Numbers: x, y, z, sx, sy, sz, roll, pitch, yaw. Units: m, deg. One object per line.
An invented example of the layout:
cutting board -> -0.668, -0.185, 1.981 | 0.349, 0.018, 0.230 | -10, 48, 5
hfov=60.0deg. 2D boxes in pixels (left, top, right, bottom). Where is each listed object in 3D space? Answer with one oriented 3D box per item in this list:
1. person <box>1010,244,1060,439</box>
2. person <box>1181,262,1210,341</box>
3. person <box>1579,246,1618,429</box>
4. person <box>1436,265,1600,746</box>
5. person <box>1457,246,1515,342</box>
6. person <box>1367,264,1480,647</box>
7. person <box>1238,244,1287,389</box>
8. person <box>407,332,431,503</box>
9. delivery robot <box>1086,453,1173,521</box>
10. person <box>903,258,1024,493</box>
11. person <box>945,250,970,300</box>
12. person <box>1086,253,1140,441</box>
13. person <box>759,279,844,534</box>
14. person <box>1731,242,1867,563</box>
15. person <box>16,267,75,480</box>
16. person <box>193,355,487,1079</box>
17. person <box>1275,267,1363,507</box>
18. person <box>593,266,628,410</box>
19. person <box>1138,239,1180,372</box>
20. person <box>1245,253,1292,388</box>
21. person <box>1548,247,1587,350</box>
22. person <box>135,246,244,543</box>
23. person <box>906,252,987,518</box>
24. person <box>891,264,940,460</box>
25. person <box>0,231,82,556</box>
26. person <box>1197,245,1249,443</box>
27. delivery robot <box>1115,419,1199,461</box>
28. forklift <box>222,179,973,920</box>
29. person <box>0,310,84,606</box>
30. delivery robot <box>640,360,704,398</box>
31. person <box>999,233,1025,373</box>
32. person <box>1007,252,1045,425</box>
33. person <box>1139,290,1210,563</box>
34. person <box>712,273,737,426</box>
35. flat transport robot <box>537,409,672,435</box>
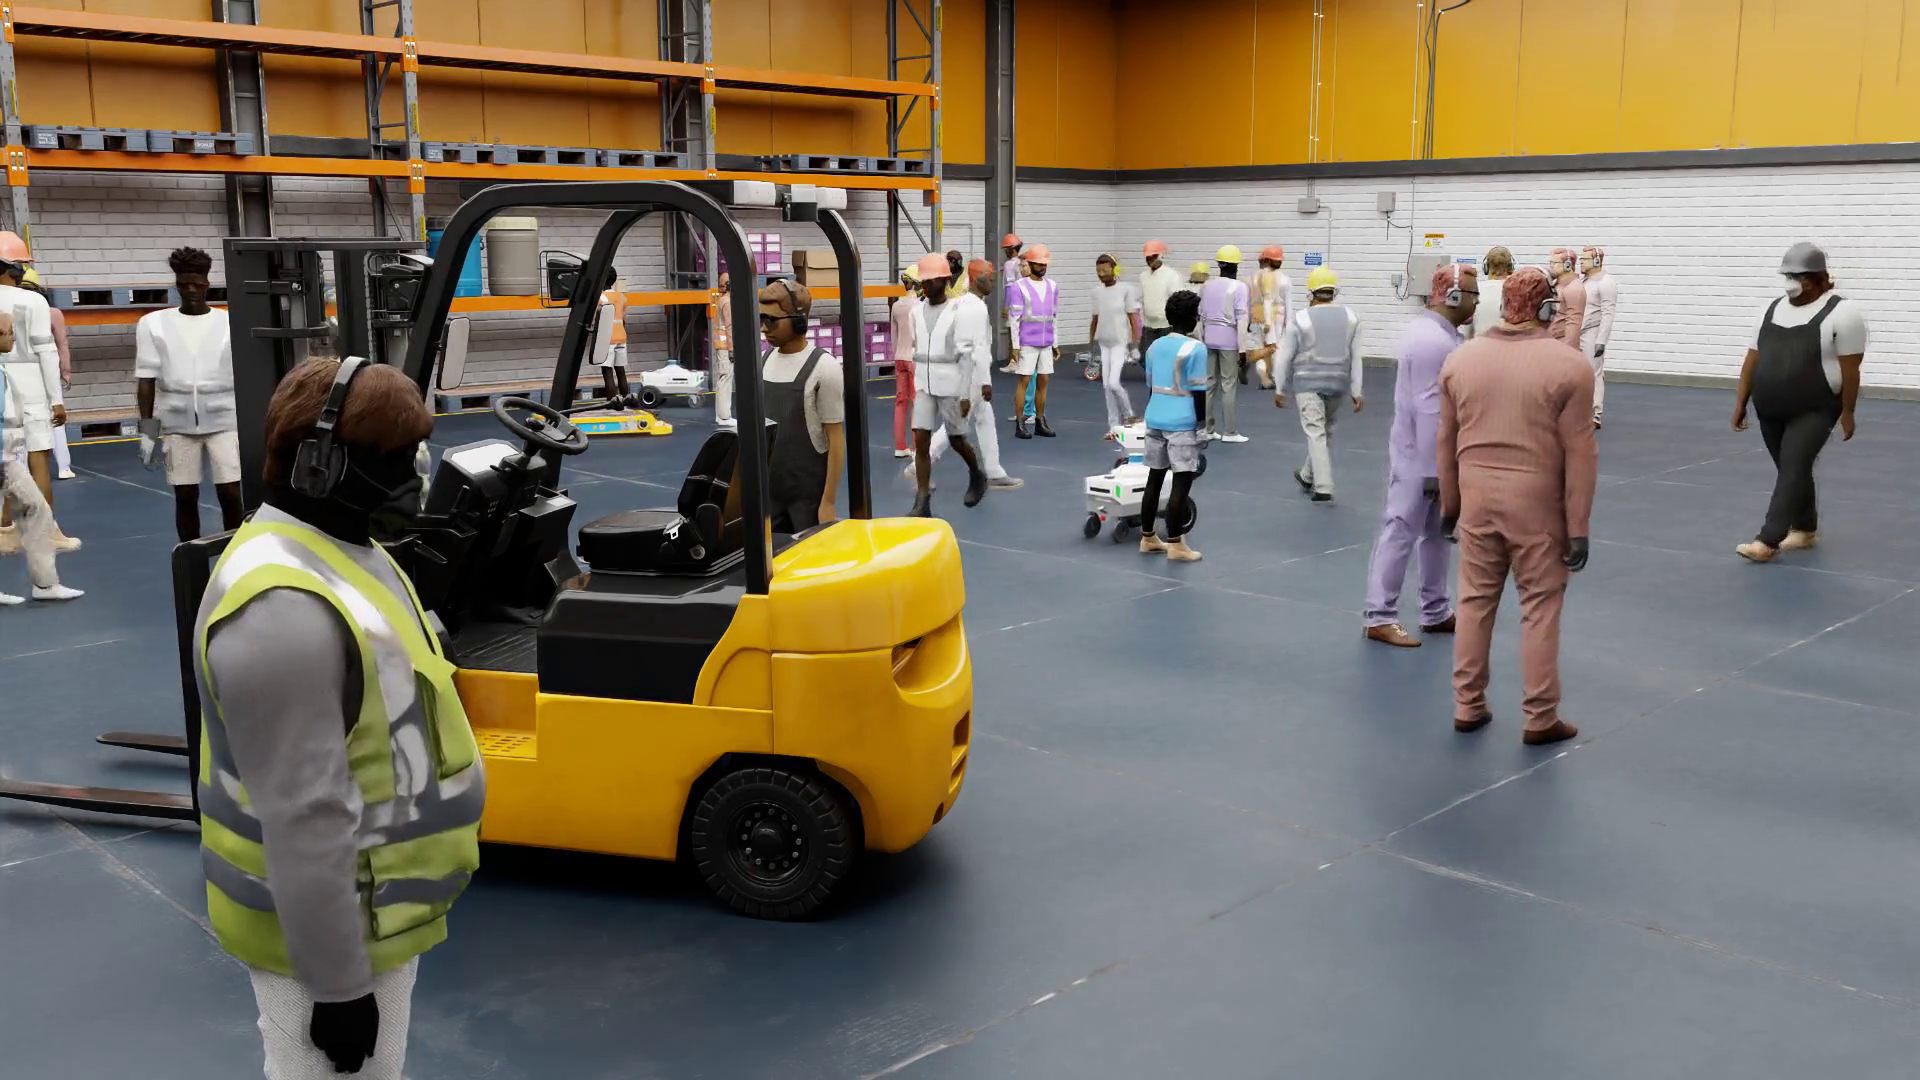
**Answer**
person -> 0.770, -1.978, 16.615 | 0.552, 1.933, 0.372 | -6, 12, -30
person -> 2.934, -2.618, 20.758 | 0.496, 1.693, 0.879 | 6, 12, 30
person -> 6.542, -2.104, 17.378 | 0.406, 1.911, 0.639 | -2, 11, -11
person -> 2.228, -0.138, 6.668 | 0.664, 1.906, 0.404 | 9, 14, 42
person -> 4.187, -1.323, 13.054 | 0.627, 1.934, 0.372 | 3, 11, 16
person -> 2.351, -0.409, 8.253 | 0.627, 1.876, 0.654 | 4, 11, 21
person -> 3.933, -2.902, 21.715 | 0.609, 1.915, 0.591 | 1, 10, 5
person -> -2.375, -0.140, 6.911 | 0.448, 1.815, 0.602 | -3, 11, -14
delivery robot -> 1.181, -0.342, 11.205 | 0.707, 0.478, 0.477 | -9, 14, -41
person -> 0.020, -1.291, 13.102 | 0.951, 1.852, 0.601 | -2, 11, -11
person -> -0.065, -2.992, 22.457 | 0.652, 1.818, 0.491 | 4, 11, 22
person -> 1.494, -1.885, 16.351 | 0.548, 1.842, 0.407 | 9, 14, 41
person -> -0.719, -0.190, 7.135 | 0.505, 1.839, 0.344 | 8, 13, 37
person -> 5.230, -0.899, 10.446 | 1.034, 2.000, 0.701 | -6, 12, -28
person -> -7.619, -1.357, 13.698 | 0.534, 1.765, 0.324 | -5, 12, -26
person -> -0.990, 0.619, 2.734 | 0.430, 1.836, 0.624 | -2, 11, -13
person -> 2.712, -1.178, 12.679 | 0.617, 1.777, 0.964 | -2, 11, -12
person -> -3.887, -2.194, 18.451 | 0.319, 1.696, 0.532 | 5, 11, 25
person -> 2.300, -2.512, 19.405 | 0.466, 1.974, 0.638 | -9, 14, -42
person -> 4.077, -2.896, 22.013 | 0.636, 1.810, 0.814 | 1, 10, 6
person -> 5.593, -1.774, 15.578 | 0.411, 1.910, 0.643 | 0, 10, 3
person -> -4.199, -0.639, 9.237 | 0.649, 1.963, 0.382 | -3, 11, -18
person -> -0.103, -1.115, 11.999 | 0.550, 1.911, 0.885 | 6, 12, 30
person -> -0.412, -1.598, 15.032 | 0.321, 1.761, 0.522 | -9, 14, -41
person -> -5.948, -0.912, 10.506 | 0.605, 2.045, 0.383 | 1, 10, 6
person -> 2.584, -1.915, 16.297 | 0.387, 1.927, 0.589 | -9, 14, -41
delivery robot -> 1.664, -0.846, 13.956 | 0.707, 0.478, 0.477 | 0, 10, -3
forklift -> -1.114, -0.058, 5.440 | 2.313, 2.155, 1.214 | 2, 11, 13
person -> -5.127, -0.438, 9.063 | 0.649, 1.612, 0.546 | -8, 13, -39
delivery robot -> -3.379, -1.874, 19.564 | 0.707, 0.478, 0.477 | 1, 10, 2
person -> 0.782, -3.482, 24.521 | 0.372, 2.045, 0.605 | 5, 12, 26
person -> 0.773, -2.166, 17.882 | 0.390, 1.847, 0.564 | -5, 11, -24
person -> 1.341, -0.707, 10.382 | 0.326, 1.689, 0.537 | -6, 12, -29
person -> -2.478, -2.030, 17.745 | 0.317, 1.630, 0.510 | -3, 11, -14
flat transport robot -> -3.681, -1.174, 16.777 | 1.431, 0.197, 0.652 | -4, 11, -21
